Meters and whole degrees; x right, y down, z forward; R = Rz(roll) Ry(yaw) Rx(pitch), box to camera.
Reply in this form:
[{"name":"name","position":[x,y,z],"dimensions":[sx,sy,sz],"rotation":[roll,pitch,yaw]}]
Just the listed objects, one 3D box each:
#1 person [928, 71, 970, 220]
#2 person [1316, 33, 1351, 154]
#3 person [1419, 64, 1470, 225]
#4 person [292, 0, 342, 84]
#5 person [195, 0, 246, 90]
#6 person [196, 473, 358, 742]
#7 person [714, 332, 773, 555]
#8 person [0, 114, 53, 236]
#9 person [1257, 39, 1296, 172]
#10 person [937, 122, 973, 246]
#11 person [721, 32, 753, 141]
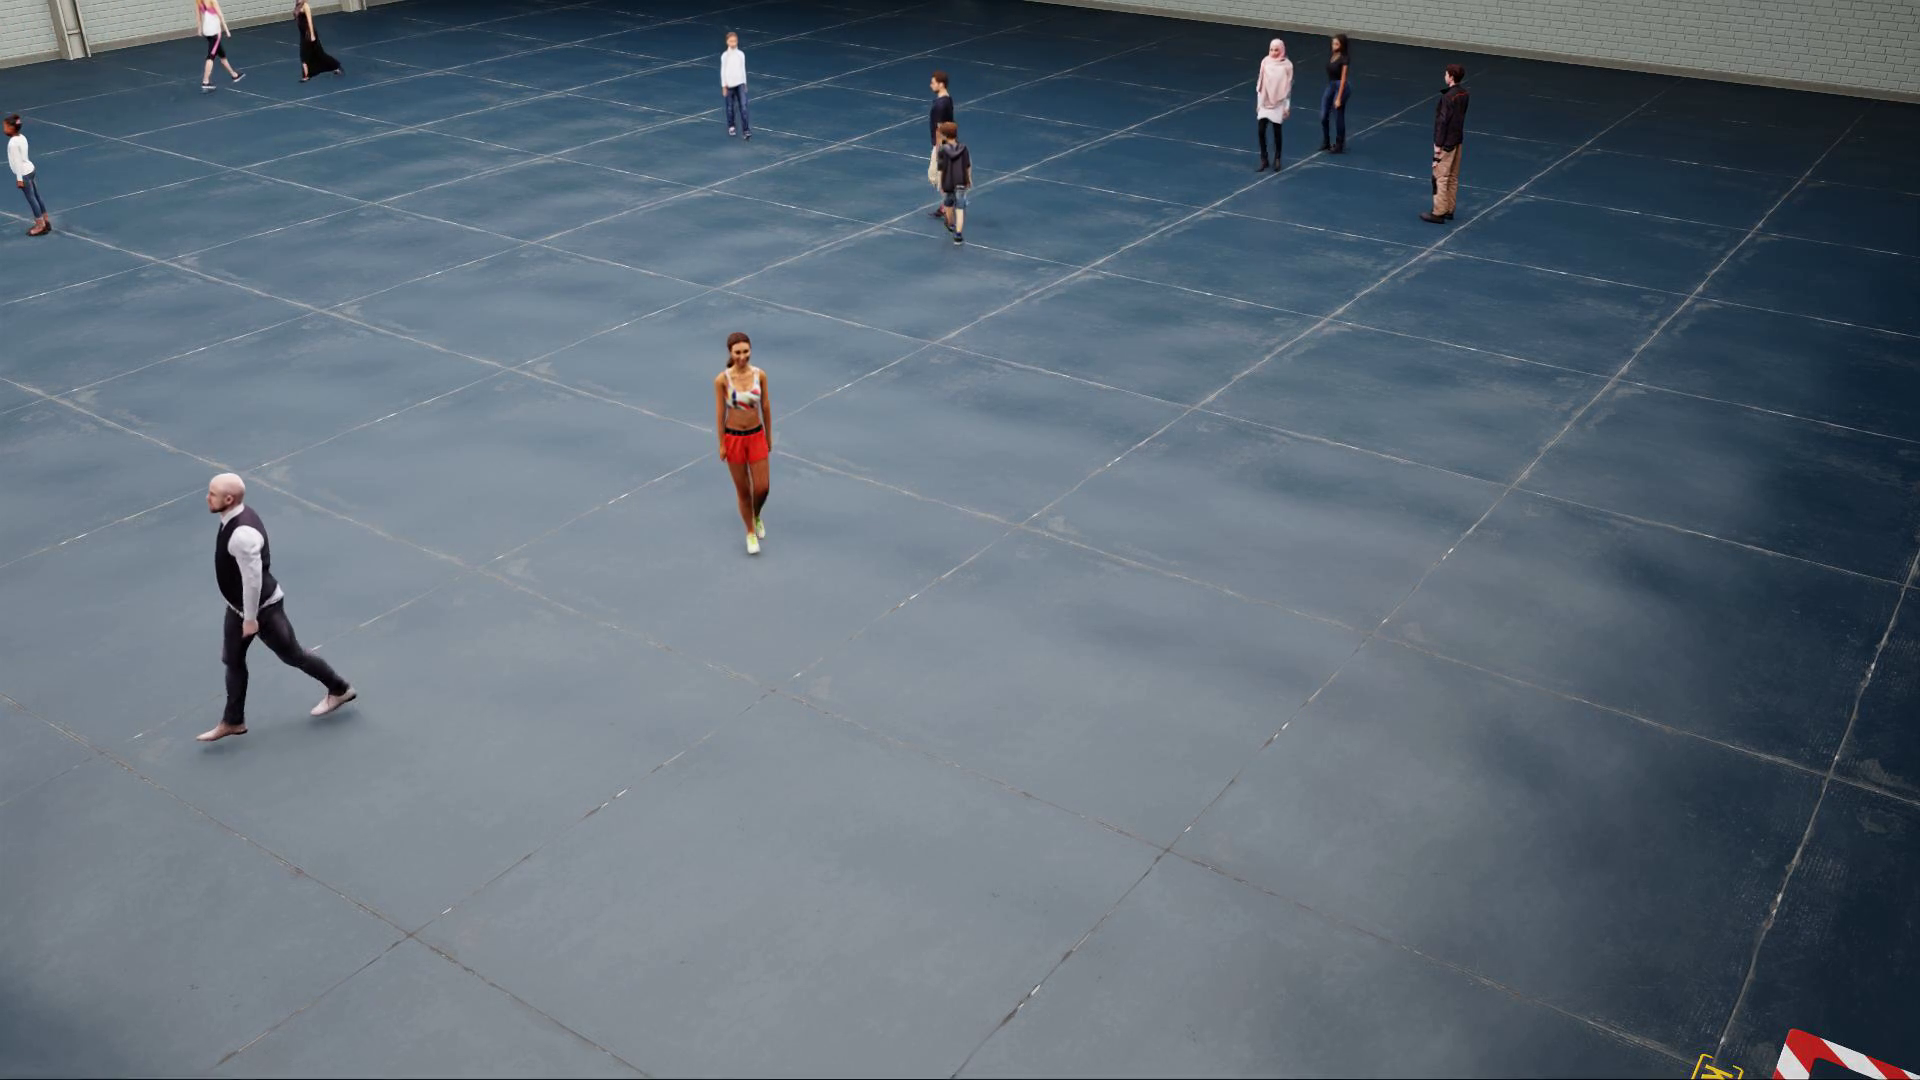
[{"name":"person","position":[-0.124,-4.849,20.545],"dimensions":[0.901,1.837,0.846],"rotation":[4,27,7]},{"name":"person","position":[5.356,-6.293,23.506],"dimensions":[0.833,1.694,0.754],"rotation":[-9,28,-16]},{"name":"person","position":[6.040,-4.901,20.554],"dimensions":[0.765,1.922,0.545],"rotation":[22,34,36]},{"name":"person","position":[-10.847,-8.482,27.891],"dimensions":[0.654,1.571,1.037],"rotation":[22,34,36]},{"name":"person","position":[-12.329,-8.265,27.292],"dimensions":[0.804,1.733,1.215],"rotation":[11,29,20]},{"name":"person","position":[-4.295,0.418,10.382],"dimensions":[1.323,1.776,1.020],"rotation":[-16,31,-28]},{"name":"person","position":[-1.660,-0.772,12.689],"dimensions":[0.738,1.781,0.798],"rotation":[-8,28,-14]},{"name":"person","position":[-11.337,-4.439,20.169],"dimensions":[0.651,1.453,0.592],"rotation":[-5,28,-9]},{"name":"person","position":[4.291,-5.950,22.762],"dimensions":[0.695,1.766,0.807],"rotation":[9,29,17]},{"name":"person","position":[-0.070,-4.207,19.767],"dimensions":[0.922,1.407,1.021],"rotation":[-1,27,-2]},{"name":"person","position":[-3.330,-6.674,24.446],"dimensions":[1.026,1.511,1.021],"rotation":[-8,28,-15]}]
